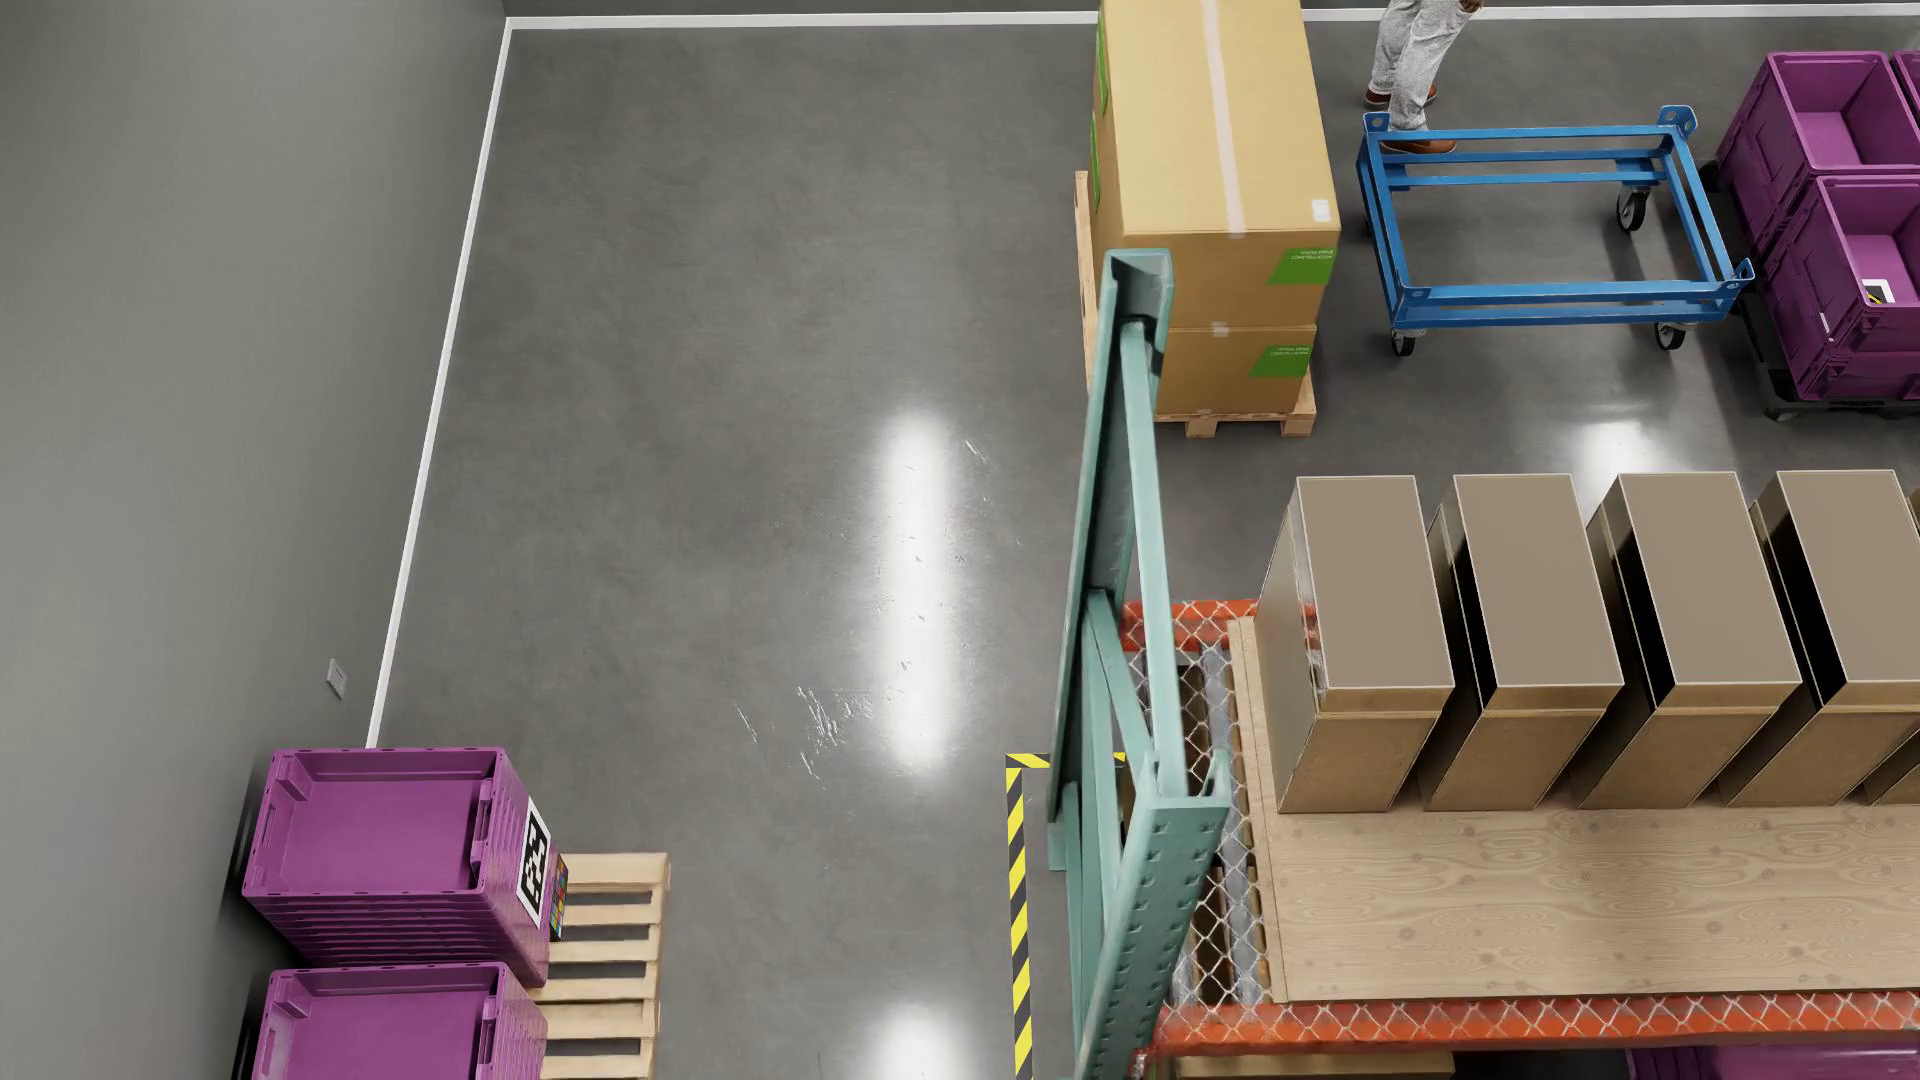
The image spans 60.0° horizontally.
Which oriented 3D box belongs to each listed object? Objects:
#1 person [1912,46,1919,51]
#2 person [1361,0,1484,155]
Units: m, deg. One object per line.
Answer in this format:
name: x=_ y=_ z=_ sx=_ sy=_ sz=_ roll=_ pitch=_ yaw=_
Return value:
person: x=3.865 y=-2.017 z=6.012 sx=0.804 sy=1.799 sz=0.608 roll=5 pitch=58 yaw=3
person: x=1.828 y=-2.237 z=6.073 sx=0.358 sy=1.938 sz=0.636 roll=-3 pitch=58 yaw=-2
